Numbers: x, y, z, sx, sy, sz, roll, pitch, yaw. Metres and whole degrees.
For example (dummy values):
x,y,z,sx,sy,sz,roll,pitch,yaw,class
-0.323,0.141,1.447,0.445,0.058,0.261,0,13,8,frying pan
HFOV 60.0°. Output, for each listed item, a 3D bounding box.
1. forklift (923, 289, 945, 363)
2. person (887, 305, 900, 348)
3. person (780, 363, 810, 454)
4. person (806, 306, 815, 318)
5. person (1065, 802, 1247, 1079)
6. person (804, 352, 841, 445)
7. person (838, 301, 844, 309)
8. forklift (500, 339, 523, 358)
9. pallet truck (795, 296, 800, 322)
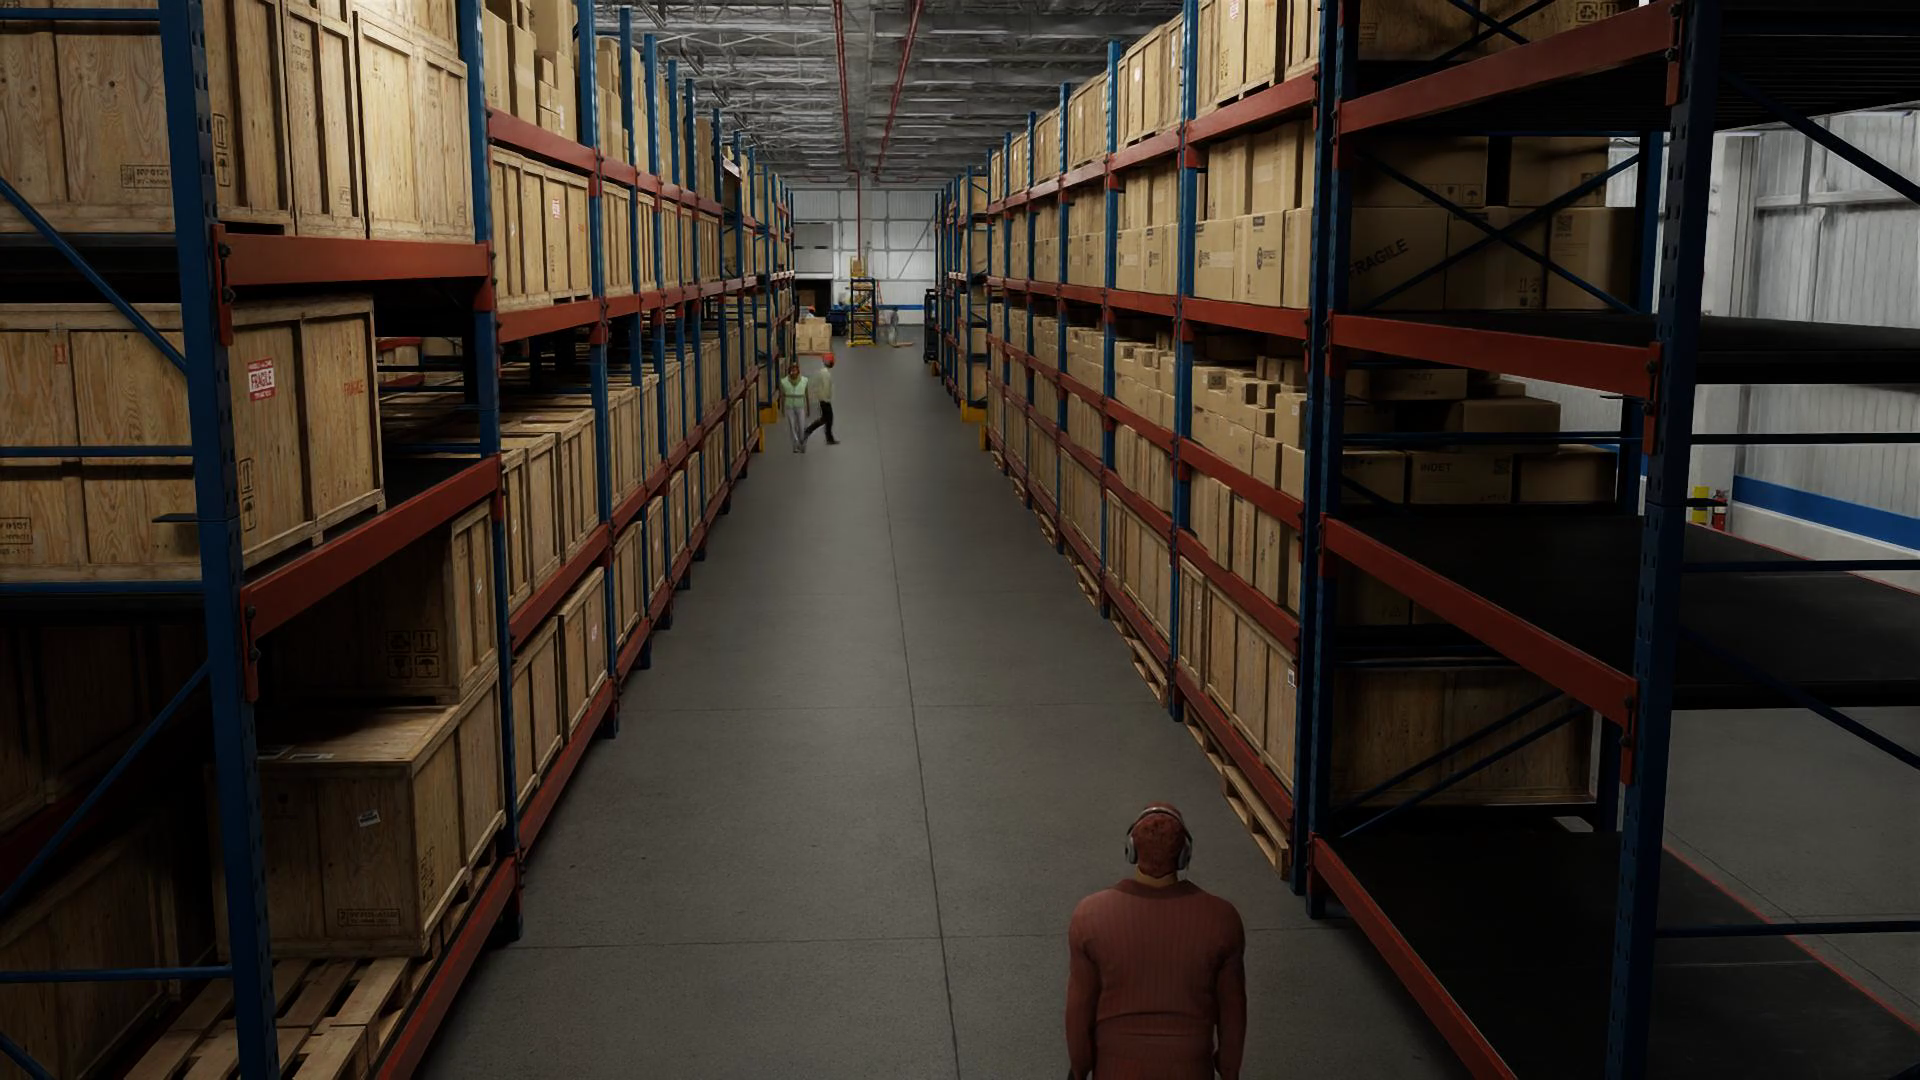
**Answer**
x,y,z,sx,sy,sz,roll,pitch,yaw,class
-0.820,-8.149,63.148,1.129,2.768,1.873,-1,10,-3,forklift
-2.958,-9.506,74.122,0.515,1.920,0.657,-2,10,-10,person
-3.302,-2.620,33.276,0.595,1.809,0.854,-1,10,-5,person
-6.515,-9.286,72.804,0.395,1.928,0.538,-6,11,-32,person
0.710,1.890,6.078,0.651,1.906,0.404,1,10,3,person
-2.914,-2.954,34.816,0.737,1.972,0.630,-1,10,-9,person
-6.778,-12.843,94.946,0.553,1.625,0.521,-9,13,-43,person
-9.738,-3.621,36.097,1.873,2.768,1.129,-7,12,-35,forklift
-8.622,-12.439,91.403,1.885,1.965,0.823,2,10,13,pallet truck
